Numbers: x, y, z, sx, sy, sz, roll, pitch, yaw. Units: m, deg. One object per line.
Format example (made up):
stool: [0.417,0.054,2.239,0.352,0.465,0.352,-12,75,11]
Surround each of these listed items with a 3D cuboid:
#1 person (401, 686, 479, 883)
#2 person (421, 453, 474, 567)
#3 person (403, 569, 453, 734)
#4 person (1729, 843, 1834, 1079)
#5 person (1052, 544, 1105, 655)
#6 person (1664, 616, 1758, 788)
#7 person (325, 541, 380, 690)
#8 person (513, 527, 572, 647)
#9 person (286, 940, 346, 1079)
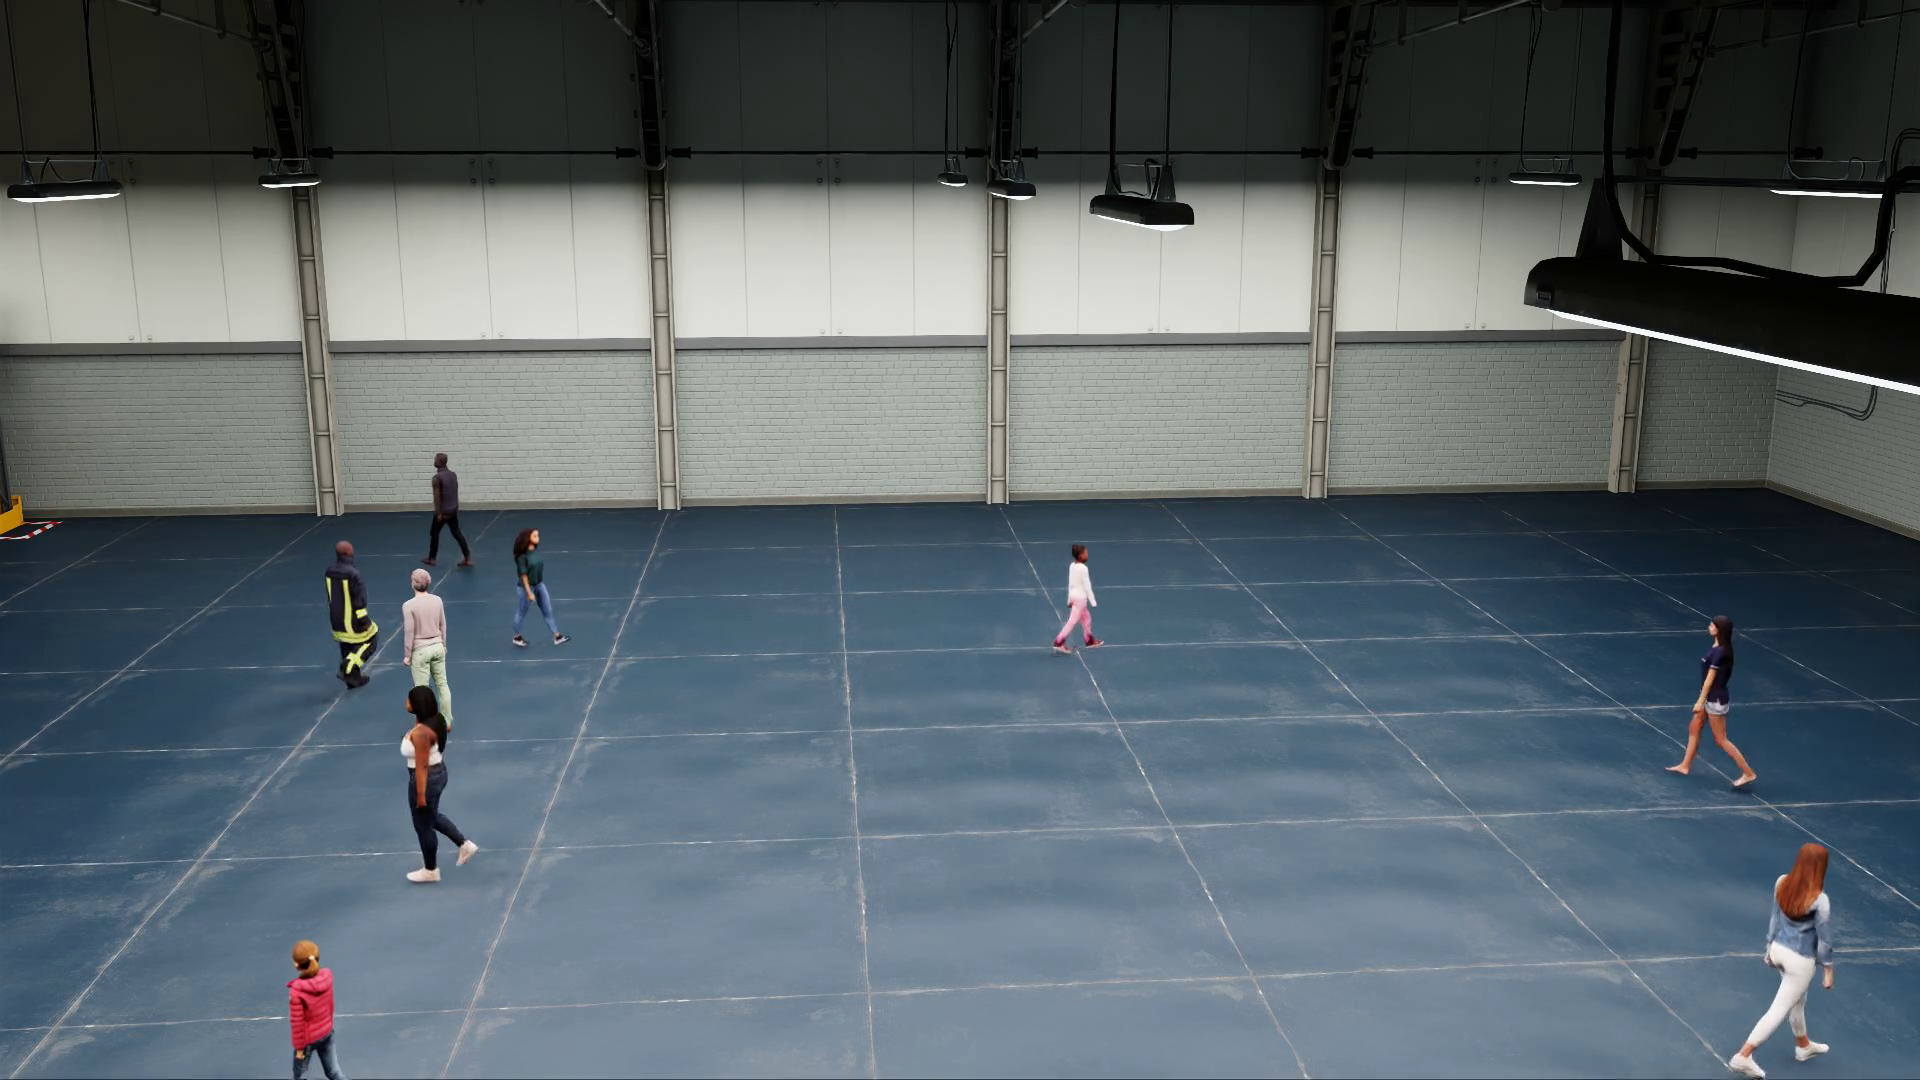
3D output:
person: [-4.556,2.135,14.545,0.860,1.799,0.688,0,13,1]
person: [-7.828,-0.415,25.578,1.287,1.790,1.061,5,14,20]
person: [-5.852,1.236,18.258,0.825,1.875,0.764,11,17,39]
person: [5.661,2.924,11.444,1.176,1.662,0.755,-3,13,-13]
person: [1.470,0.765,21.304,1.047,1.419,0.709,-5,14,-19]
person: [7.700,1.659,16.756,1.161,1.729,1.013,8,15,31]
person: [-7.315,0.911,19.790,0.961,1.817,1.019,7,15,29]
person: [-5.626,0.638,21.505,1.156,1.575,0.955,6,14,25]
person: [-4.150,3.258,10.828,0.943,1.288,0.826,7,15,29]
